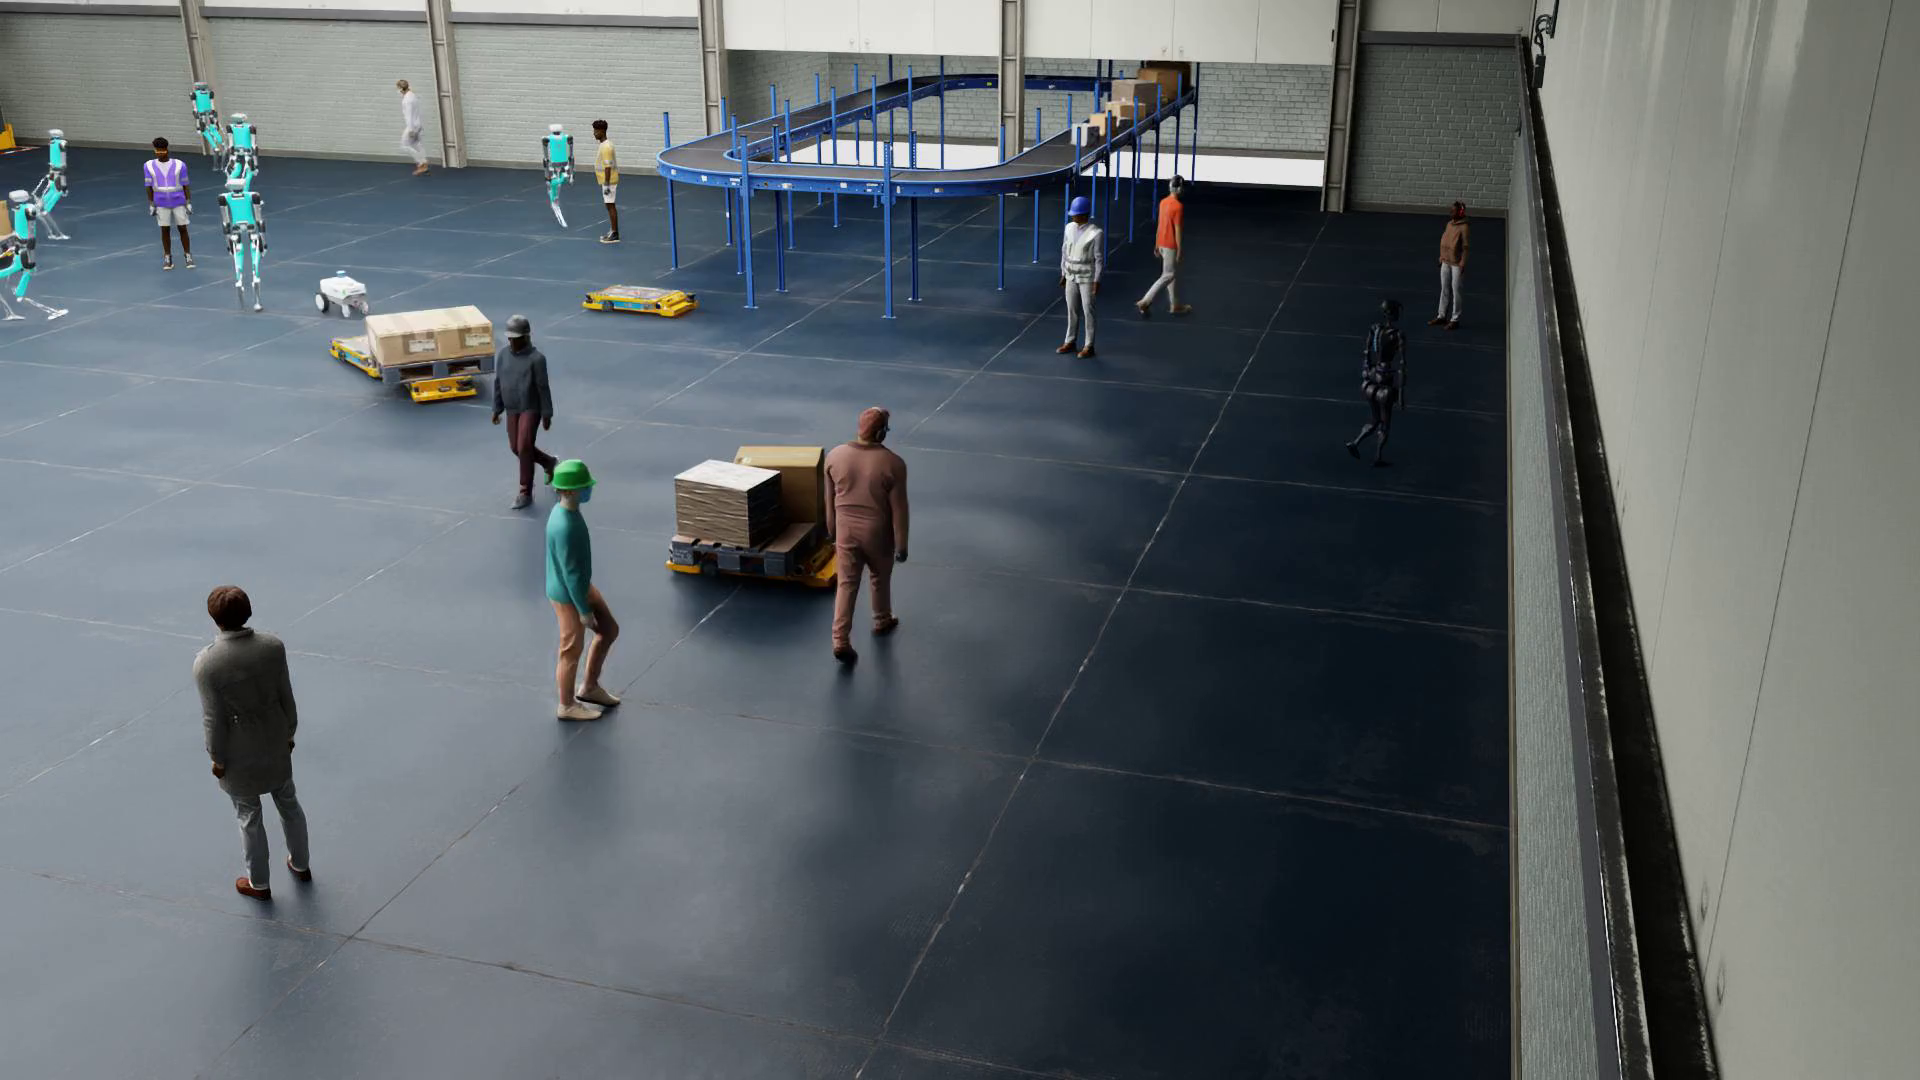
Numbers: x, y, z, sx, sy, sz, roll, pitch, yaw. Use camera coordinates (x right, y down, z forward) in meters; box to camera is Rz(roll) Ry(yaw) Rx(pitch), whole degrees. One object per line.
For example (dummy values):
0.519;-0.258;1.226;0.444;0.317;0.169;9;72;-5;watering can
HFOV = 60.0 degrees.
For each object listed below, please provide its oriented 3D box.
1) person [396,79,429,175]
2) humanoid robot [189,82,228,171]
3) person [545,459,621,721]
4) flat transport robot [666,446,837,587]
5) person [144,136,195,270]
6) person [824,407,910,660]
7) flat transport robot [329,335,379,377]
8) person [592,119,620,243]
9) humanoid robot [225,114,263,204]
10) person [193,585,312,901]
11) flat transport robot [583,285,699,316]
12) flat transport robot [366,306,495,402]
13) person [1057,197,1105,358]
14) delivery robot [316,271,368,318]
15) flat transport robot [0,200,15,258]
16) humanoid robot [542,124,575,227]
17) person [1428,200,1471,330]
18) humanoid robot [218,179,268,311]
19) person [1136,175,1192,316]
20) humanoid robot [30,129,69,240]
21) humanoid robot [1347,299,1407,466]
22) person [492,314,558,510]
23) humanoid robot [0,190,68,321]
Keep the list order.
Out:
-10.979;-8.239;33.268;0.475;1.907;0.703;-3;21;-8;person
-15.262;-8.421;33.990;0.664;1.805;0.546;11;24;26;humanoid robot
-2.507;0.345;11.078;0.573;1.852;0.560;-1;21;-3;person
-1.660;0.132;13.836;1.431;0.231;0.659;6;22;15;flat transport robot
-11.833;-5.045;24.918;0.603;1.958;0.375;-8;23;-21;person
-0.682;-0.055;12.131;0.665;1.850;0.966;6;22;15;person
-6.999;-2.235;19.975;0.659;0.231;1.431;-17;27;-36;flat transport robot
-5.708;-5.808;26.897;0.372;1.959;0.602;-4;21;-11;person
-12.610;-6.550;29.127;0.538;1.726;1.014;2;21;4;humanoid robot
-3.888;1.107;9.138;0.365;1.831;0.514;18;27;38;person
-4.344;-3.253;22.615;1.431;0.231;0.659;8;23;20;flat transport robot
-6.009;-1.867;19.020;0.659;0.231;1.431;-10;23;-25;flat transport robot
1.458;-3.174;20.090;0.601;1.939;0.398;19;28;40;person
-8.302;-3.325;22.385;0.768;0.581;0.499;20;28;41;delivery robot
-15.043;-4.282;25.285;0.659;0.231;1.431;-3;21;-8;flat transport robot
-6.917;-6.250;28.468;0.530;1.770;1.066;-11;24;-26;humanoid robot
6.383;-3.556;21.475;0.333;1.651;0.459;-10;23;-24;person
-9.545;-3.859;22.207;0.540;1.846;0.665;-5;22;-14;humanoid robot
2.722;-3.885;22.040;0.856;1.879;0.525;-10;23;-24;person
-14.850;-5.752;27.052;0.541;1.749;0.837;17;27;38;humanoid robot
4.061;-1.519;16.158;0.429;1.640;0.615;-11;24;-26;humanoid robot
-3.965;-1.220;15.231;0.553;1.783;0.715;9;23;22;person
-12.225;-3.602;21.489;0.543;1.751;0.987;20;29;41;humanoid robot
